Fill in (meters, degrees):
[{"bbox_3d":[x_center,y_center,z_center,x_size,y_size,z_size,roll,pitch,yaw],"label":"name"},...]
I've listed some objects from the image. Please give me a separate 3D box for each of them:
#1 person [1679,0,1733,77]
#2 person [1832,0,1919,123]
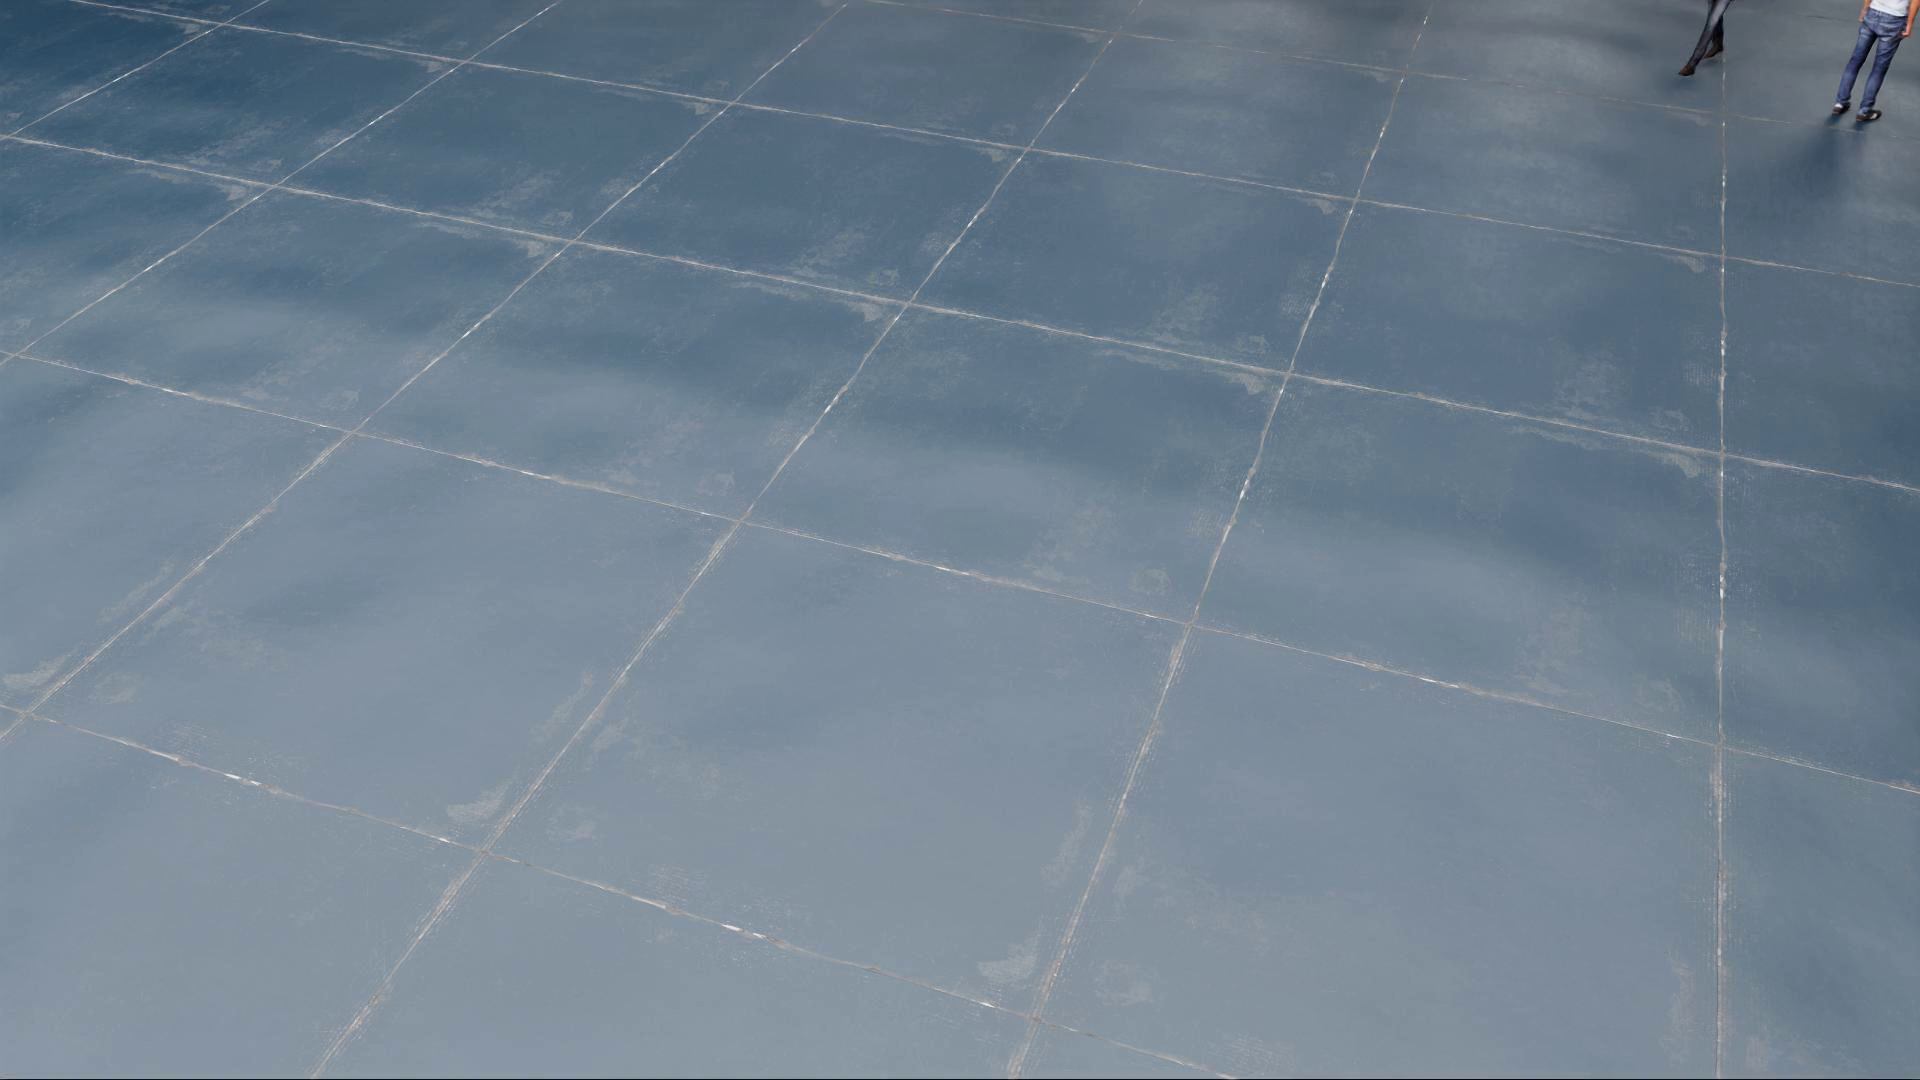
[{"bbox_3d":[7.486,-5.451,16.219,1.262,1.734,1.038,-28,46,-31],"label":"person"},{"bbox_3d":[8.497,-4.794,15.273,0.714,1.866,0.717,-27,45,-30],"label":"person"}]
